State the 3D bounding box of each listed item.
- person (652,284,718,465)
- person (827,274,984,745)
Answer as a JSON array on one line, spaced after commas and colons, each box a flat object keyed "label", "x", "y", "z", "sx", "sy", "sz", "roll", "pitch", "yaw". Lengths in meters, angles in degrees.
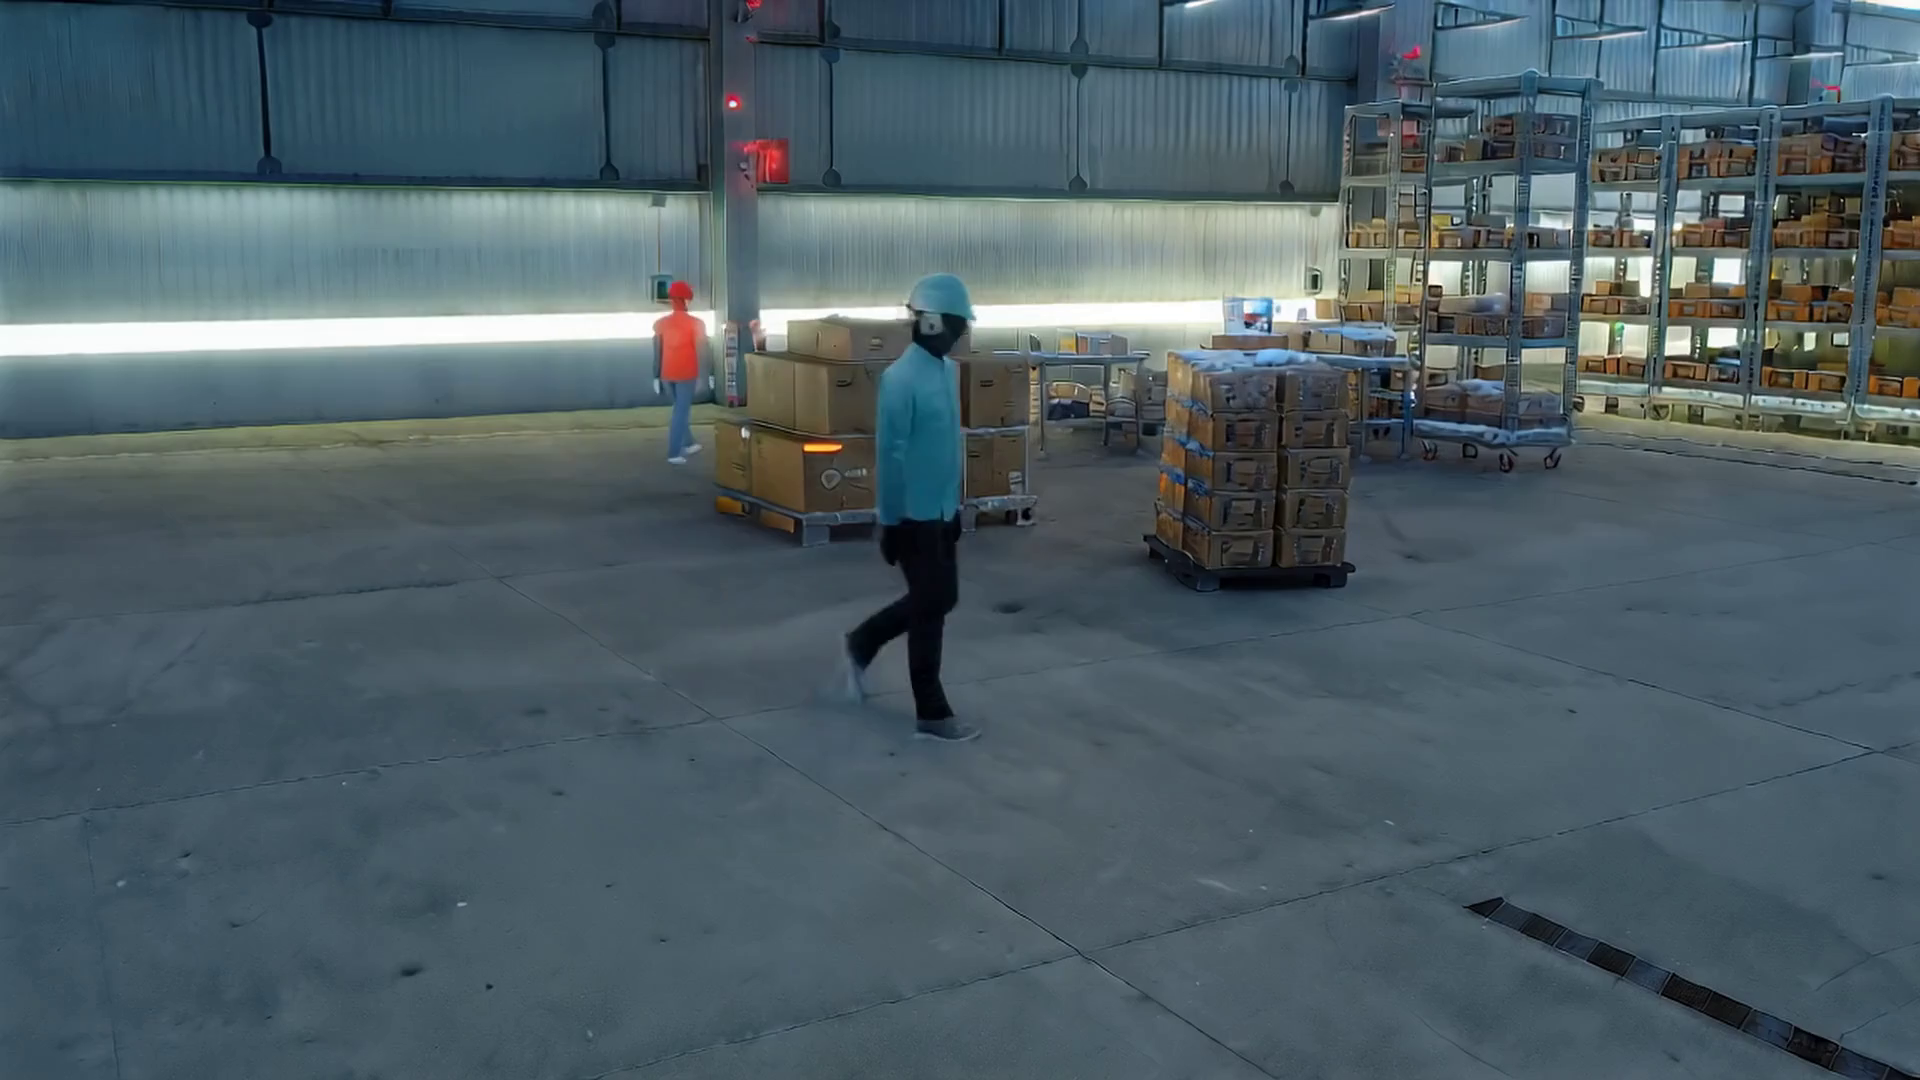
[{"label": "person", "x": -2.638, "y": -1.605, "z": 16.076, "sx": 0.588, "sy": 1.708, "sz": 0.859, "roll": 5, "pitch": 11, "yaw": 27}, {"label": "person", "x": -0.241, "y": -0.139, "z": 7.059, "sx": 0.731, "sy": 1.964, "sz": 0.658, "roll": 4, "pitch": 11, "yaw": 21}]
